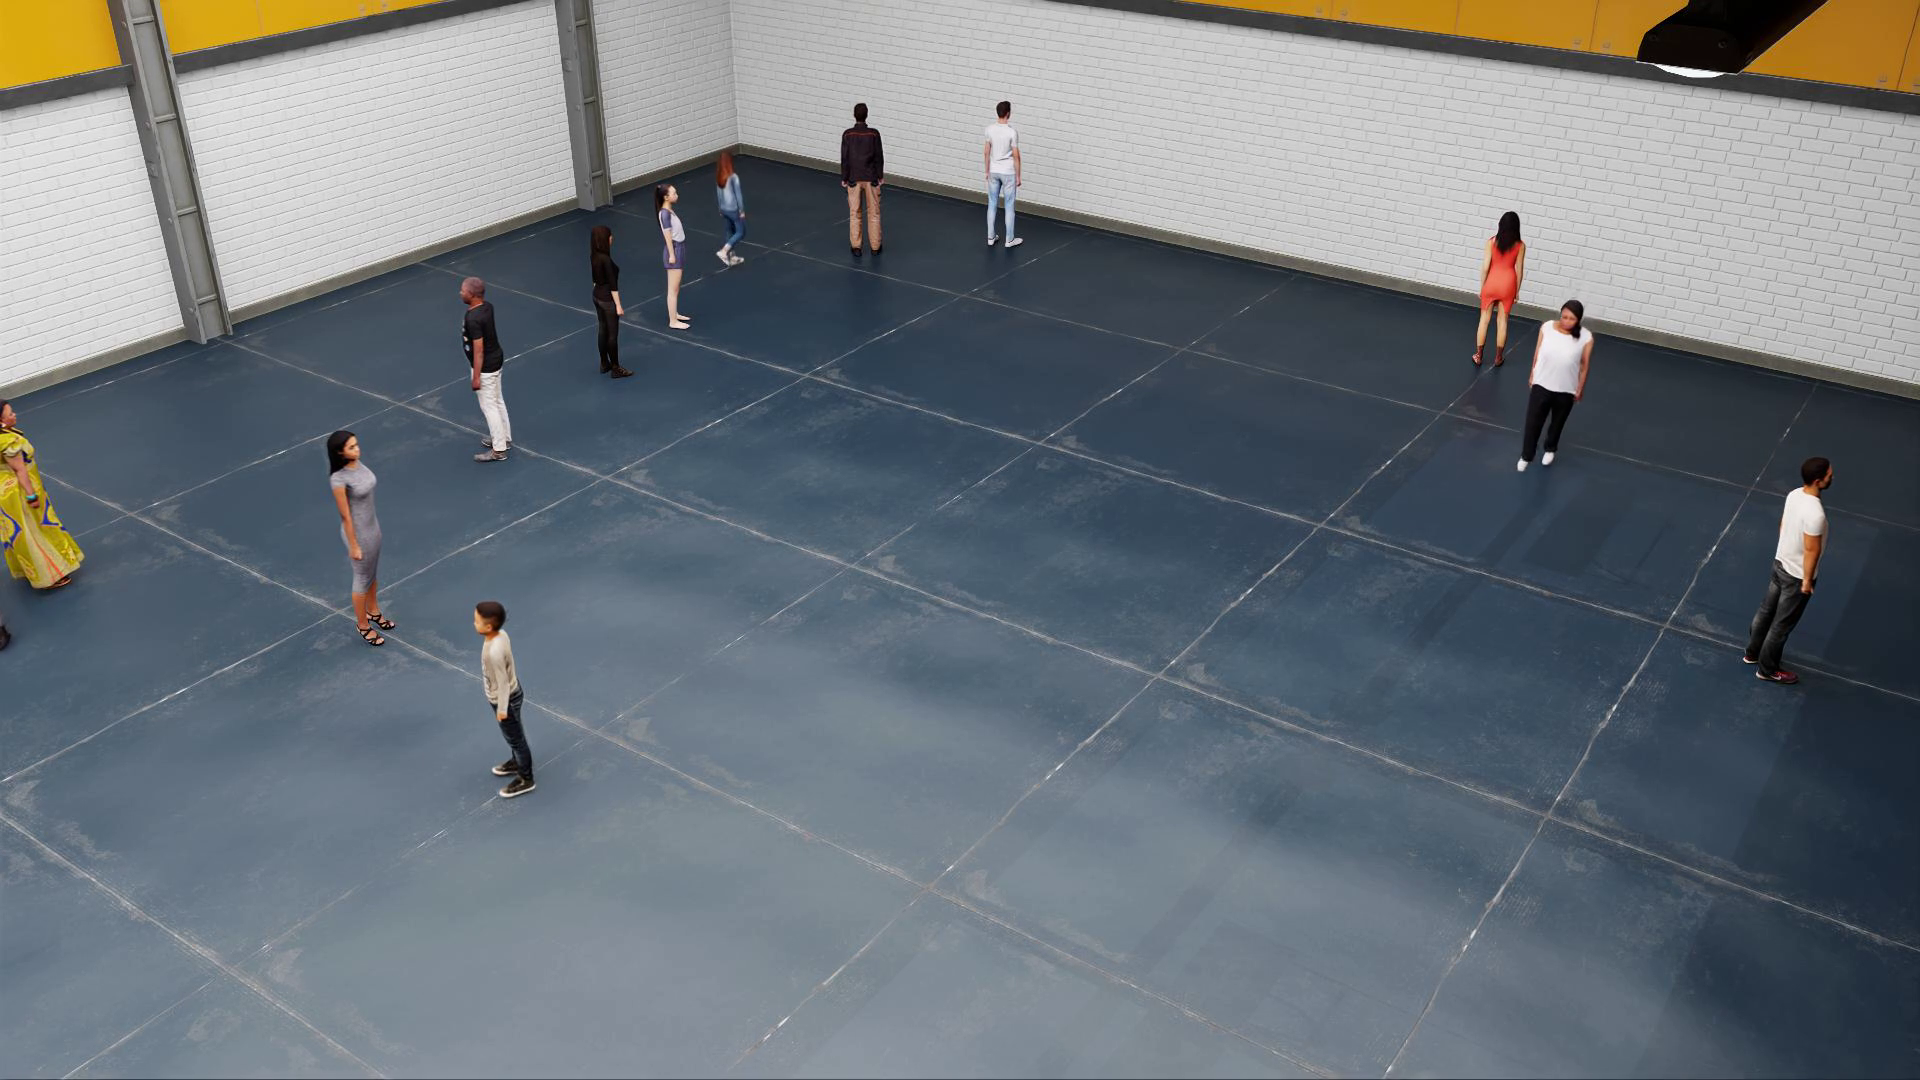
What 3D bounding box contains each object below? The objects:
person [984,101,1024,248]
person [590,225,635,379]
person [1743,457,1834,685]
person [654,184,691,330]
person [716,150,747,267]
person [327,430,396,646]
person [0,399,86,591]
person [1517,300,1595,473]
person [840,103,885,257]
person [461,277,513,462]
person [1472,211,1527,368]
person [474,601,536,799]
[{"bbox_3d":[0.543,-4.700,21.354,0.673,1.851,0.564,15,32,25],"label":"person"},{"bbox_3d":[-3.745,-2.528,17.591,0.577,1.642,0.630,-22,36,-35],"label":"person"},{"bbox_3d":[6.213,0.203,12.413,0.775,1.805,0.664,1,29,2],"label":"person"},{"bbox_3d":[-3.272,-3.231,18.870,0.731,1.650,0.659,-3,29,-6],"label":"person"},{"bbox_3d":[-2.893,-4.079,20.617,0.618,1.466,0.717,24,37,37],"label":"person"},{"bbox_3d":[-4.641,-0.033,12.872,0.736,1.781,0.631,2,29,5],"label":"person"},{"bbox_3d":[-7.729,-0.393,13.656,0.900,1.660,0.836,25,37,37],"label":"person"},{"bbox_3d":[5.631,-1.490,15.660,0.722,1.669,0.876,15,32,26],"label":"person"},{"bbox_3d":[-1.234,-4.550,21.002,0.786,1.924,0.826,-3,29,-5],"label":"person"},{"bbox_3d":[-4.494,-1.637,15.785,0.818,1.805,0.729,0,29,0],"label":"person"},{"bbox_3d":[5.773,-2.688,17.802,0.655,1.719,0.643,7,29,12],"label":"person"},{"bbox_3d":[-3.071,1.046,11.226,0.660,1.463,0.633,-10,30,-17],"label":"person"}]
